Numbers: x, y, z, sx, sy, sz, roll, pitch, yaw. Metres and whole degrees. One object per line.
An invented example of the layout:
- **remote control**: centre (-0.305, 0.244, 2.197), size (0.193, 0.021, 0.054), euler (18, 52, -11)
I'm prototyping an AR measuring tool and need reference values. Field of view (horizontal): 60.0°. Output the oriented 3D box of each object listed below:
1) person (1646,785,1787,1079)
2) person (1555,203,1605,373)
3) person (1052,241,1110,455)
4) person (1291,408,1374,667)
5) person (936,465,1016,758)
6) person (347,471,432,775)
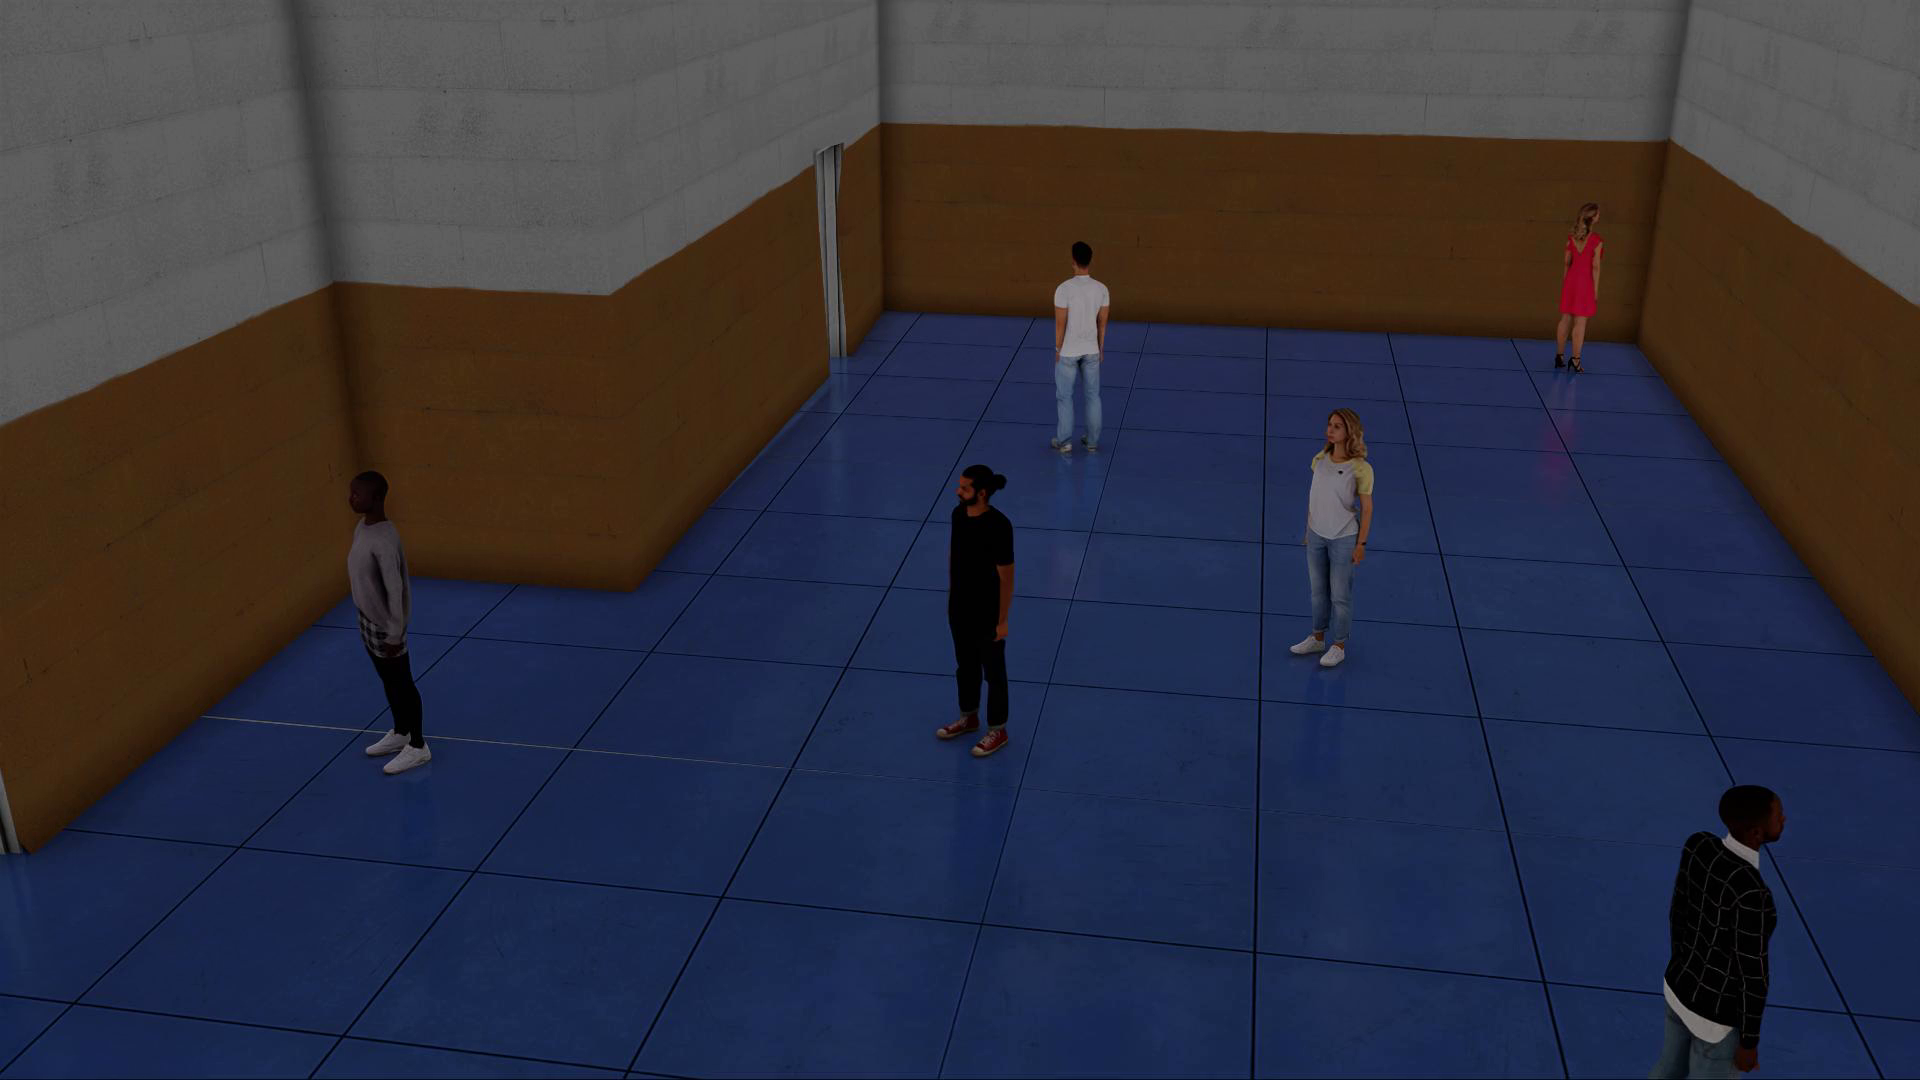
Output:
- **person**: centre (2.780, 1.713, 6.200), size (0.663, 1.820, 0.724), euler (-2, 22, -6)
- **person**: centre (6.342, -2.598, 17.053), size (0.715, 1.728, 0.667), euler (-12, 25, -27)
- **person**: centre (1.042, -1.678, 14.586), size (0.703, 1.860, 0.818), euler (-9, 23, -20)
- **person**: centre (2.399, -0.020, 10.625), size (0.764, 1.722, 0.687), euler (-17, 27, -36)
- **person**: centre (0.115, 0.384, 9.593), size (0.765, 1.756, 0.678), euler (-19, 29, -39)
- **person**: centre (-3.242, 0.450, 9.408), size (0.757, 1.772, 0.685), euler (-16, 27, -35)
